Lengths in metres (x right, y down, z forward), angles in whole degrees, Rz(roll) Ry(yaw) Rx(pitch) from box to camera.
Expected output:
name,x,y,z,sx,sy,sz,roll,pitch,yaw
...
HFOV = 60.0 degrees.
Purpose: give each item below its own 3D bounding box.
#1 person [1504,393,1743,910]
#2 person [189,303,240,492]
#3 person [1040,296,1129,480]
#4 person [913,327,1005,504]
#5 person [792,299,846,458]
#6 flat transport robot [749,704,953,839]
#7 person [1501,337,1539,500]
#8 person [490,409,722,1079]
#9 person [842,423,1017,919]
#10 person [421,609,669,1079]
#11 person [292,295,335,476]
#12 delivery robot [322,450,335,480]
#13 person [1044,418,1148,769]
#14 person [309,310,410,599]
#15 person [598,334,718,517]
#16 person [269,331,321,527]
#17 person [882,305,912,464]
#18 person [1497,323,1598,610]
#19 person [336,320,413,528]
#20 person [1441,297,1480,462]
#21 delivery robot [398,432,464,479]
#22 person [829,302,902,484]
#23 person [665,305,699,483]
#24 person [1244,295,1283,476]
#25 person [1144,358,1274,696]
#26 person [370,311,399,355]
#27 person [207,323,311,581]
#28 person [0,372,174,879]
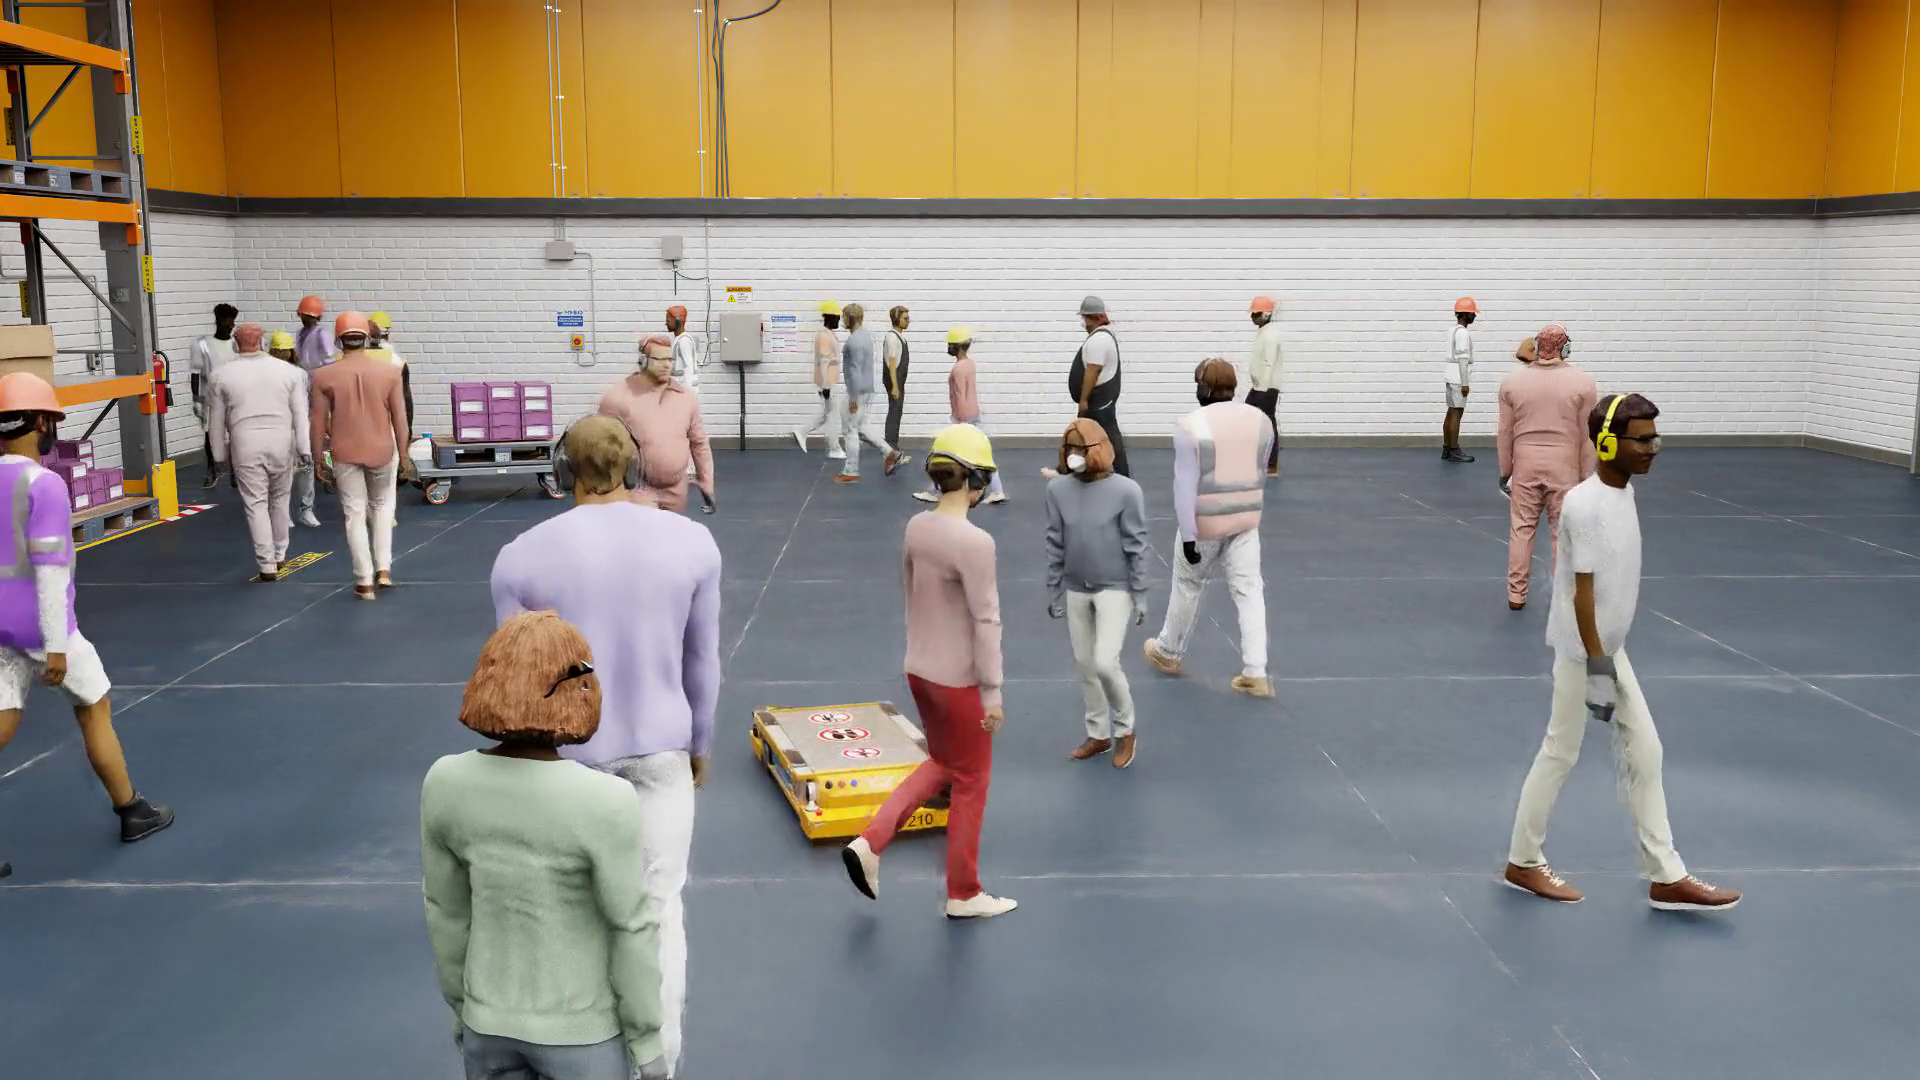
name,x,y,z,sx,sy,sz,roll,pitch,yaw
person,2.335,0.418,5.783,0.863,1.834,0.541,9,13,42
person,-7.563,-1.462,17.026,0.632,1.930,0.684,-6,11,-34
person,1.315,-1.518,17.018,1.012,2.000,0.698,1,9,8
person,0.021,-1.188,15.999,0.930,1.718,0.518,4,10,23
person,-1.644,-1.920,19.879,0.669,1.913,0.587,0,9,-1
flat transport robot,-0.478,0.959,7.247,0.652,0.197,1.431,-3,10,-16
person,5.387,-1.112,15.799,0.386,1.624,0.523,-1,9,-4
person,-0.938,0.598,4.525,0.620,1.897,0.956,-2,10,-13
person,-0.084,0.474,5.725,0.521,1.743,0.551,-5,11,-29
person,-0.788,0.939,3.202,0.500,1.633,0.283,4,10,21
person,-7.023,-1.670,18.112,0.705,2.002,0.702,9,13,43
delivery robot,-6.156,-0.816,16.974,0.707,0.478,0.477,-7,12,-38
person,0.625,0.241,7.564,0.510,1.605,0.421,6,11,33
person,-4.174,-0.594,11.531,0.645,1.978,0.596,-5,11,-30
person,-1.824,-0.297,10.059,0.665,1.879,0.740,-7,12,-38
person,-5.862,-0.948,14.501,0.491,1.725,0.605,-8,12,-41
person,-0.735,-1.805,19.379,0.326,1.843,0.515,1,9,6
person,3.877,-0.467,10.980,0.639,1.911,0.406,6,11,31
person,-5.128,-1.007,14.549,0.665,1.826,0.527,-5,11,-28
person,5.903,-1.890,19.612,0.369,1.939,0.542,0,9,3
delivery robot,-5.562,-0.887,17.405,0.477,0.478,0.707,7,12,38
person,-1.018,-1.538,17.530,0.671,1.924,0.632,1,9,5
person,-2.944,-1.538,17.620,0.337,1.883,0.584,-2,10,-15
person,3.249,-1.668,18.122,0.548,1.975,0.651,0,9,-3
person,1.387,-0.090,9.045,0.628,1.792,0.975,-4,10,-21
person,-6.404,-1.615,18.320,0.615,1.811,0.603,3,10,20
person,-5.186,-0.660,12.287,0.662,1.862,0.885,-6,11,-31
person,-3.553,0.317,6.284,0.561,1.886,0.954,4,10,23
